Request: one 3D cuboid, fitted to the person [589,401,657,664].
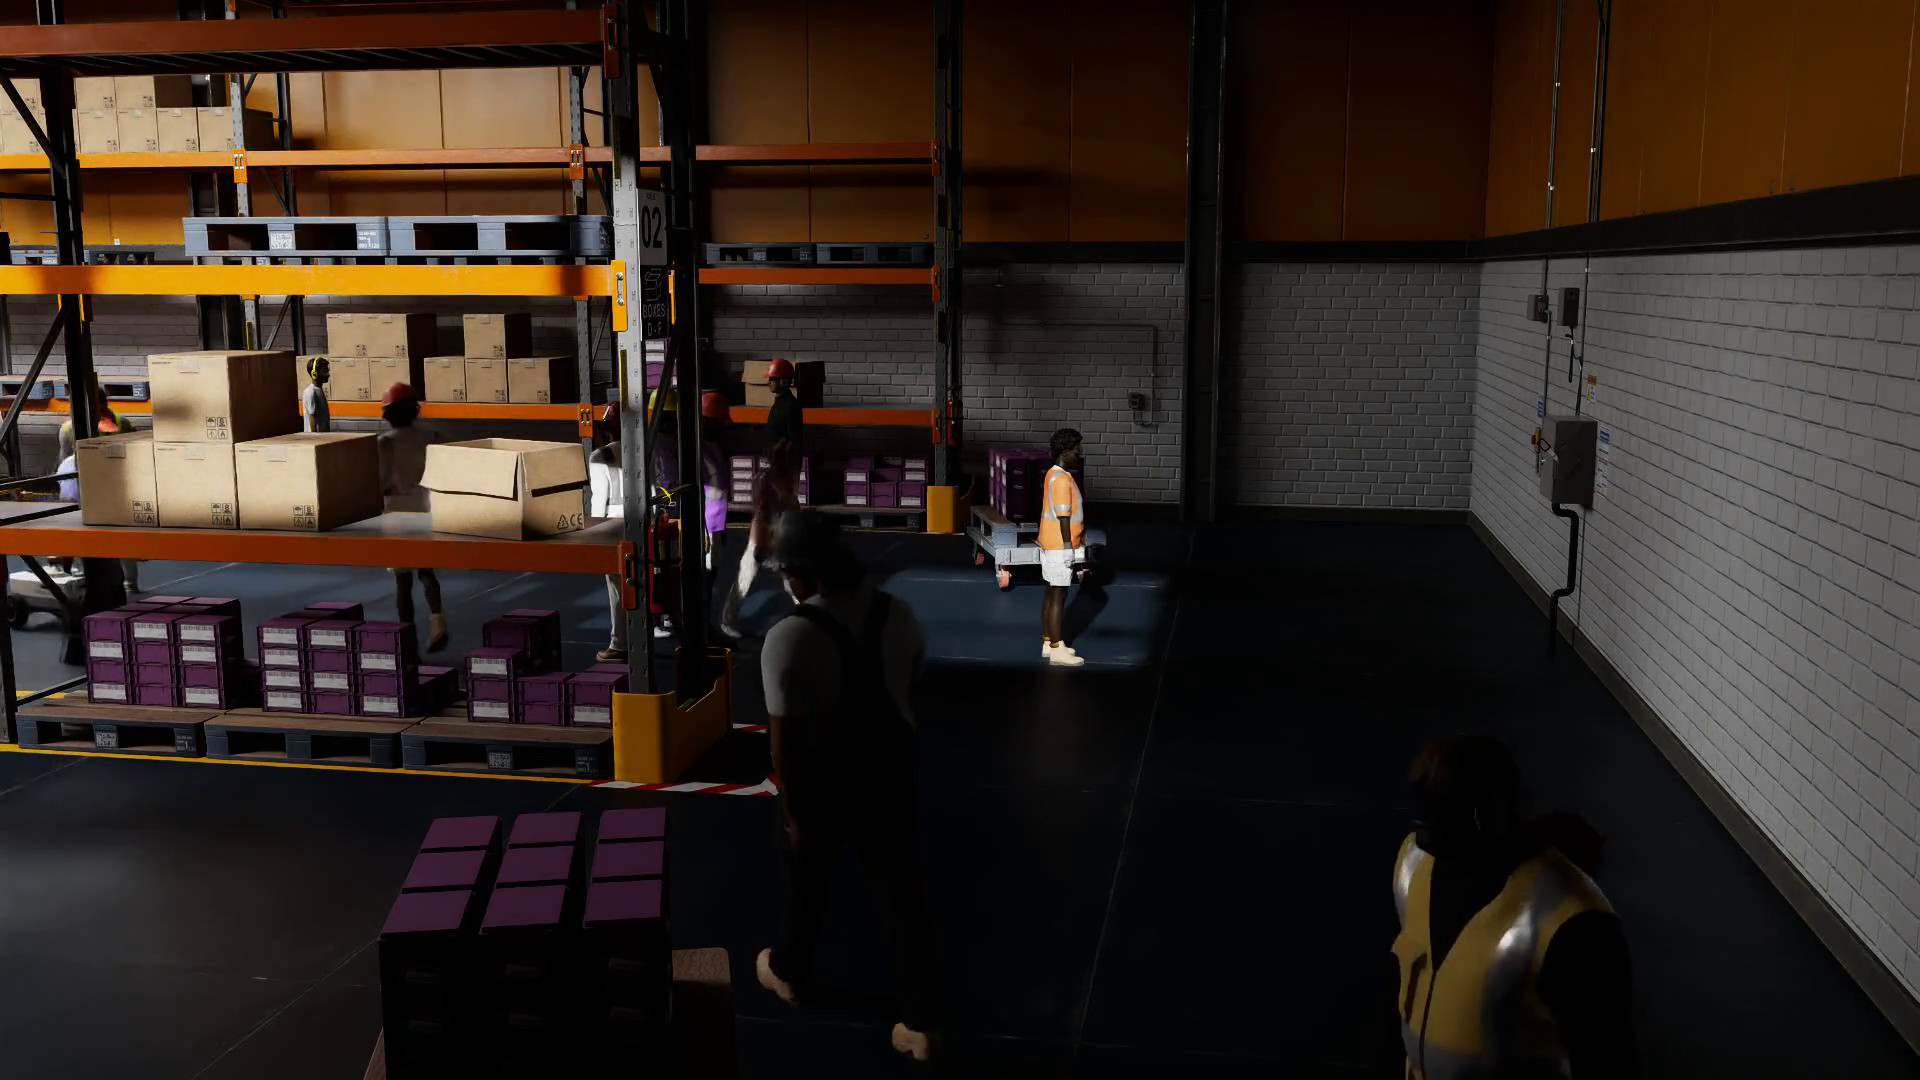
[{"bbox_3d":[-2.415,-0.054,11.910,0.355,1.883,0.573,8,12,39],"label":"person"}]

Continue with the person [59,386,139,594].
[{"bbox_3d":[-7.403,-0.420,14.352,0.626,1.834,0.430,-7,12,-39],"label":"person"}]

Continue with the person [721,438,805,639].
[{"bbox_3d":[-1.402,0.001,12.591,1.002,1.545,0.529,5,10,28],"label":"person"}]

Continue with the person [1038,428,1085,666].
[{"bbox_3d":[0.725,0.045,11.882,0.320,1.694,0.532,-1,9,-5],"label":"person"}]

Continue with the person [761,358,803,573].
[{"bbox_3d":[-1.651,-0.697,15.549,0.376,1.995,0.612,-4,10,-23],"label":"person"}]

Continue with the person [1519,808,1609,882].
[{"bbox_3d":[1.306,1.374,3.945,0.531,1.586,0.568,7,11,36],"label":"person"}]

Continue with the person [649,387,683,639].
[{"bbox_3d":[-2.255,-0.218,12.789,0.366,1.926,0.592,5,11,30],"label":"person"}]

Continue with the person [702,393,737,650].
[{"bbox_3d":[-1.813,-0.107,12.101,0.374,1.927,0.542,1,9,6],"label":"person"}]

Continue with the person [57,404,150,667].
[{"bbox_3d":[-5.978,-0.010,11.636,0.986,1.886,0.563,2,9,14],"label":"person"}]

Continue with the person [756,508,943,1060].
[{"bbox_3d":[-0.422,0.815,6.028,0.692,2.000,1.074,-5,11,-30],"label":"person"}]

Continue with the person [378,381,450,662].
[{"bbox_3d":[-3.935,-0.126,11.949,0.675,2.015,0.533,-6,11,-34],"label":"person"}]

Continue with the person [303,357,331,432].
[{"bbox_3d":[-6.999,-1.059,18.186,0.310,1.868,0.533,-2,9,-14],"label":"person"}]

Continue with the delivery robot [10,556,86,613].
[{"bbox_3d":[-7.126,0.366,13.119,0.707,0.478,0.477,4,10,22],"label":"delivery robot"}]

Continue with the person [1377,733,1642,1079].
[{"bbox_3d":[1.230,1.305,3.799,1.024,1.778,0.653,-3,10,-20],"label":"person"}]

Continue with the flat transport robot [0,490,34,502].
[{"bbox_3d":[-11.583,-0.488,19.586,0.652,0.197,1.431,-1,9,-5],"label":"flat transport robot"}]
